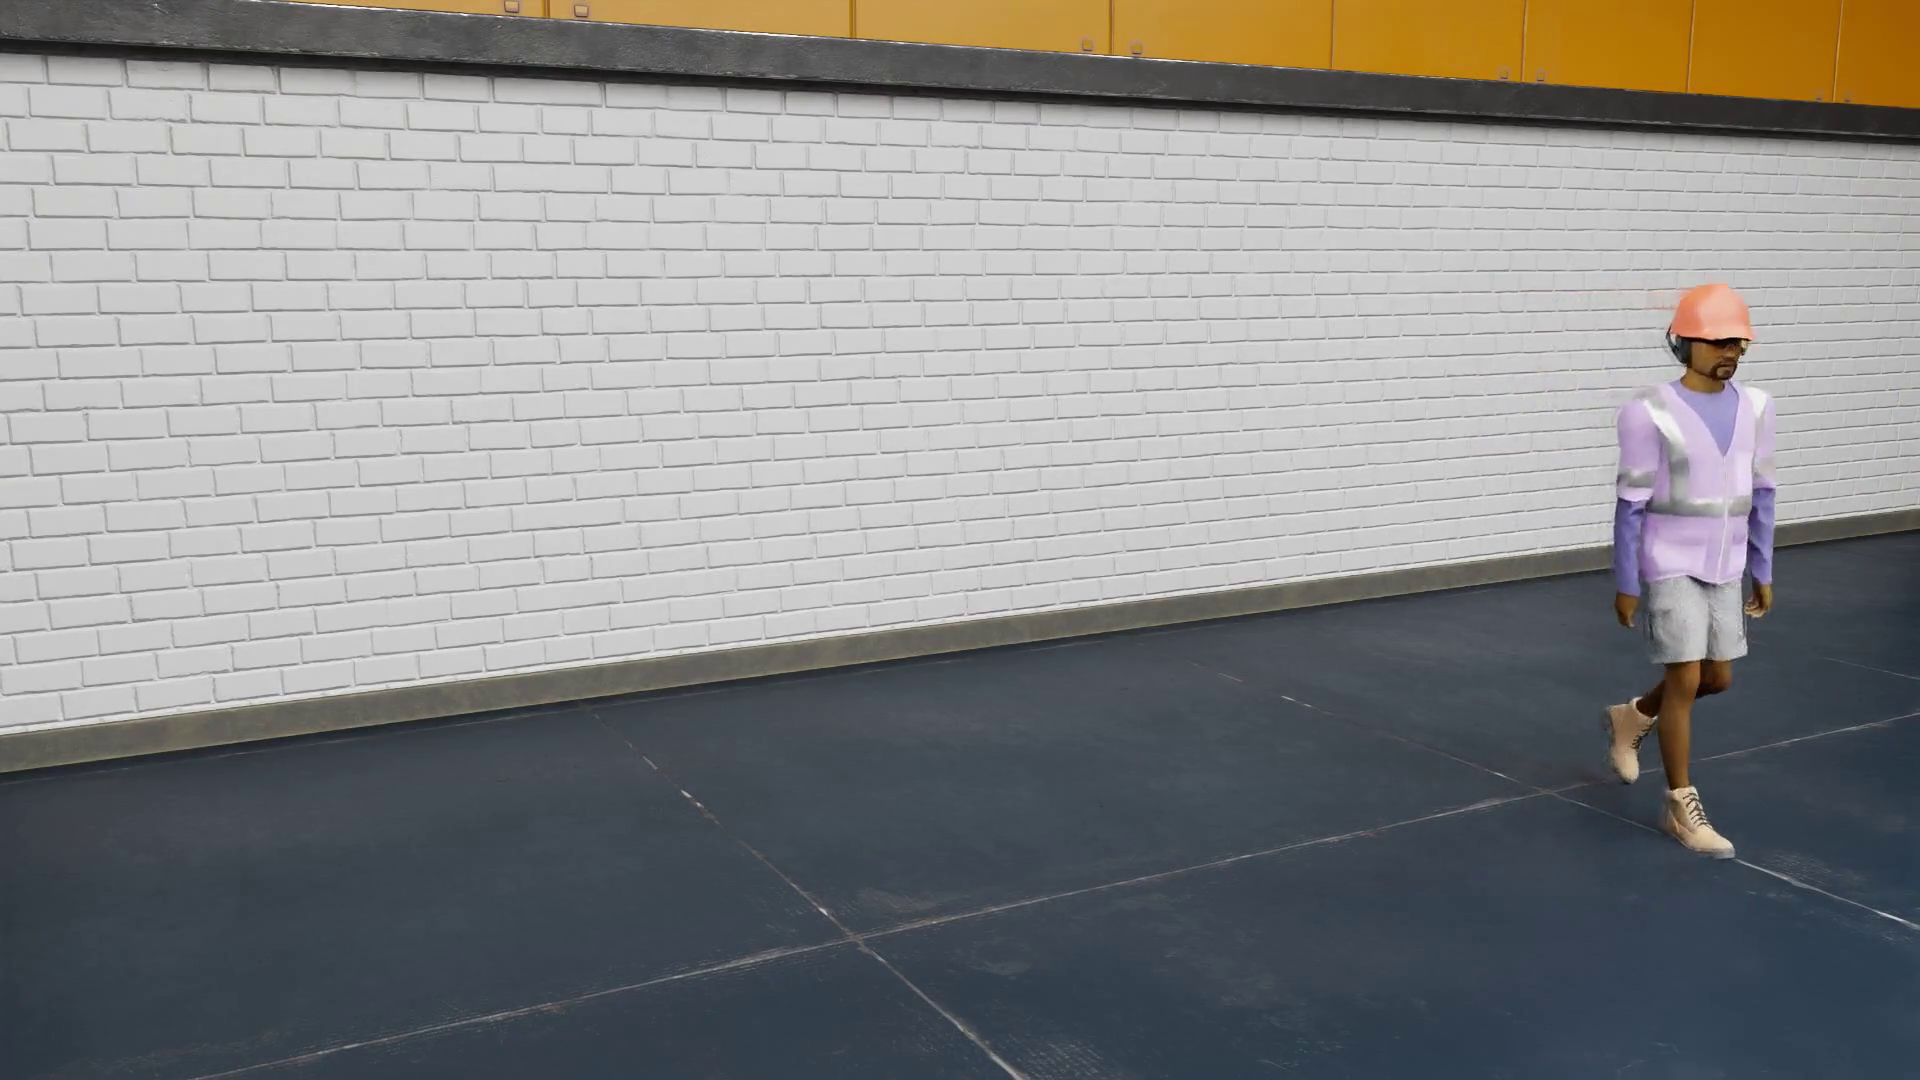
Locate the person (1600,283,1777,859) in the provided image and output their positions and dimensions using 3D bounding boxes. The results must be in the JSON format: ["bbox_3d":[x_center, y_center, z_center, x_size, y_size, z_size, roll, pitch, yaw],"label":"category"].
[{"bbox_3d":[2.628,0.073,6.096,0.614,2.024,0.815,-3,10,-15],"label":"person"}]
